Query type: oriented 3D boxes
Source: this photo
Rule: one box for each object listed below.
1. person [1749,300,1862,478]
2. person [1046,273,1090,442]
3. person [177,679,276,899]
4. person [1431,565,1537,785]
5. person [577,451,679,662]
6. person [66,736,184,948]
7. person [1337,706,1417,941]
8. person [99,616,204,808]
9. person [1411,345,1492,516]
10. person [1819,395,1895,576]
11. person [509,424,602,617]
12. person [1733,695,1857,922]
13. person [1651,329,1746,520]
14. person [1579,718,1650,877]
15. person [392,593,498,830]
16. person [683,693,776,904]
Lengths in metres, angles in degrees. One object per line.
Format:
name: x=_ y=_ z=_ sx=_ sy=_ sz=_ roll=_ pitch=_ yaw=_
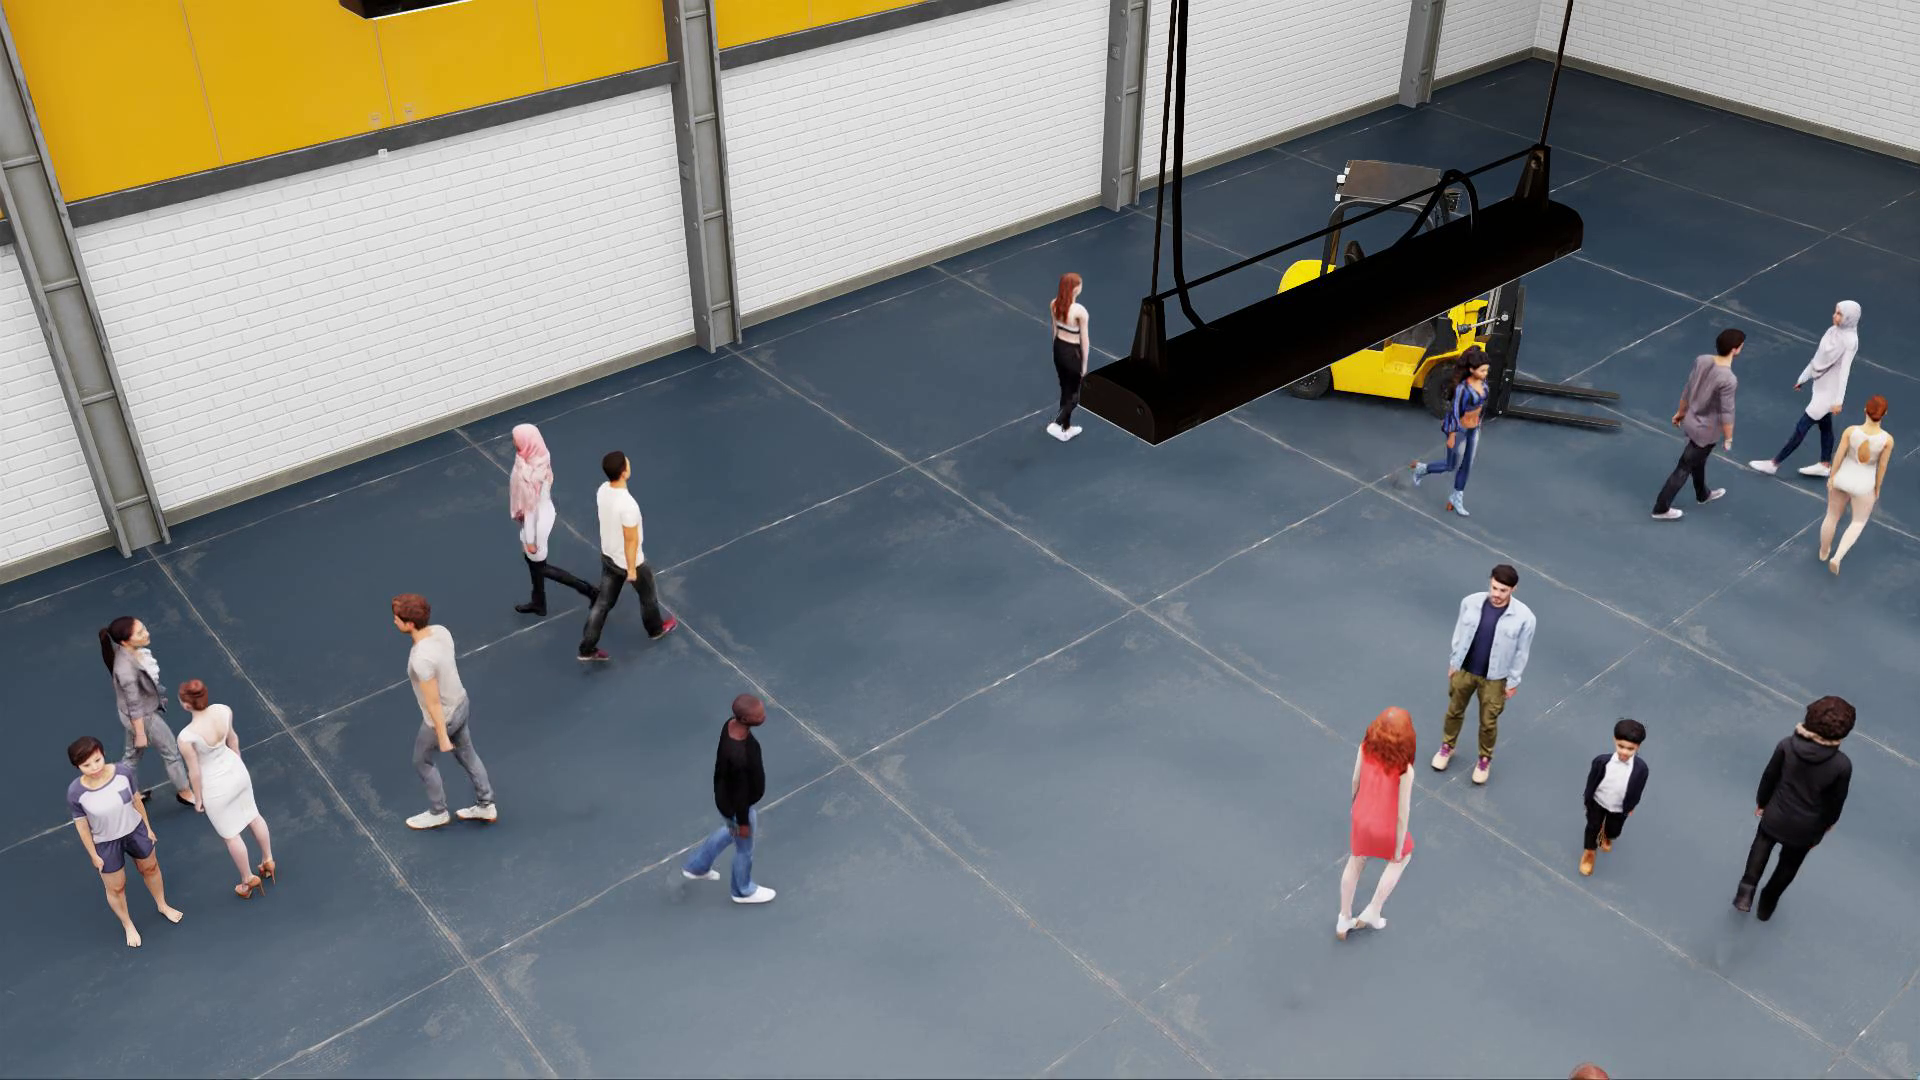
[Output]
person: x=7.930 y=-1.327 z=15.053 sx=1.081 sy=1.747 sz=1.035 roll=4 pitch=34 yaw=6
person: x=0.953 y=-1.663 z=15.572 sx=0.650 sy=1.733 sz=0.811 roll=26 pitch=42 yaw=34
person: x=-4.701 y=1.579 z=10.638 sx=0.689 sy=1.794 sz=0.551 roll=14 pitch=36 yaw=20
person: x=3.661 y=0.912 z=11.634 sx=0.740 sy=1.804 sz=0.685 roll=20 pitch=39 yaw=28
person: x=-2.672 y=0.179 z=12.774 sx=0.743 sy=1.762 sz=1.173 roll=27 pitch=42 yaw=34
person: x=-5.287 y=1.849 z=10.439 sx=0.650 sy=1.566 sz=0.497 roll=26 pitch=42 yaw=34
person: x=2.513 y=1.818 z=10.264 sx=0.602 sy=1.811 sz=0.606 roll=-25 pitch=41 yaw=-32
person: x=-5.624 y=1.214 z=11.325 sx=0.891 sy=1.643 sz=0.742 roll=-18 pitch=38 yaw=-25
person: x=4.372 y=-0.982 z=14.659 sx=0.782 sy=1.608 sz=0.688 roll=-25 pitch=41 yaw=-33
person: x=7.417 y=-0.428 z=13.806 sx=0.706 sy=1.631 sz=0.887 roll=20 pitch=38 yaw=27
person: x=-3.260 y=-0.110 z=13.189 sx=1.103 sy=1.784 sz=1.036 roll=3 pitch=34 yaw=4
person: x=5.215 y=1.747 z=10.411 sx=0.669 sy=1.766 sz=0.735 roll=25 pitch=41 yaw=33
person: x=6.369 y=-0.977 z=14.455 sx=1.150 sy=1.826 sz=1.016 roll=-5 pitch=34 yaw=-8
person: x=4.320 y=1.664 z=11.032 sx=0.644 sy=1.217 sz=0.742 roll=14 pitch=36 yaw=21
person: x=-3.381 y=1.177 z=11.182 sx=1.022 sy=1.862 sz=0.955 roll=1 pitch=34 yaw=1
person: x=-1.473 y=1.668 z=10.566 sx=0.978 sy=1.726 sz=0.862 roll=-8 pitch=34 yaw=-12
